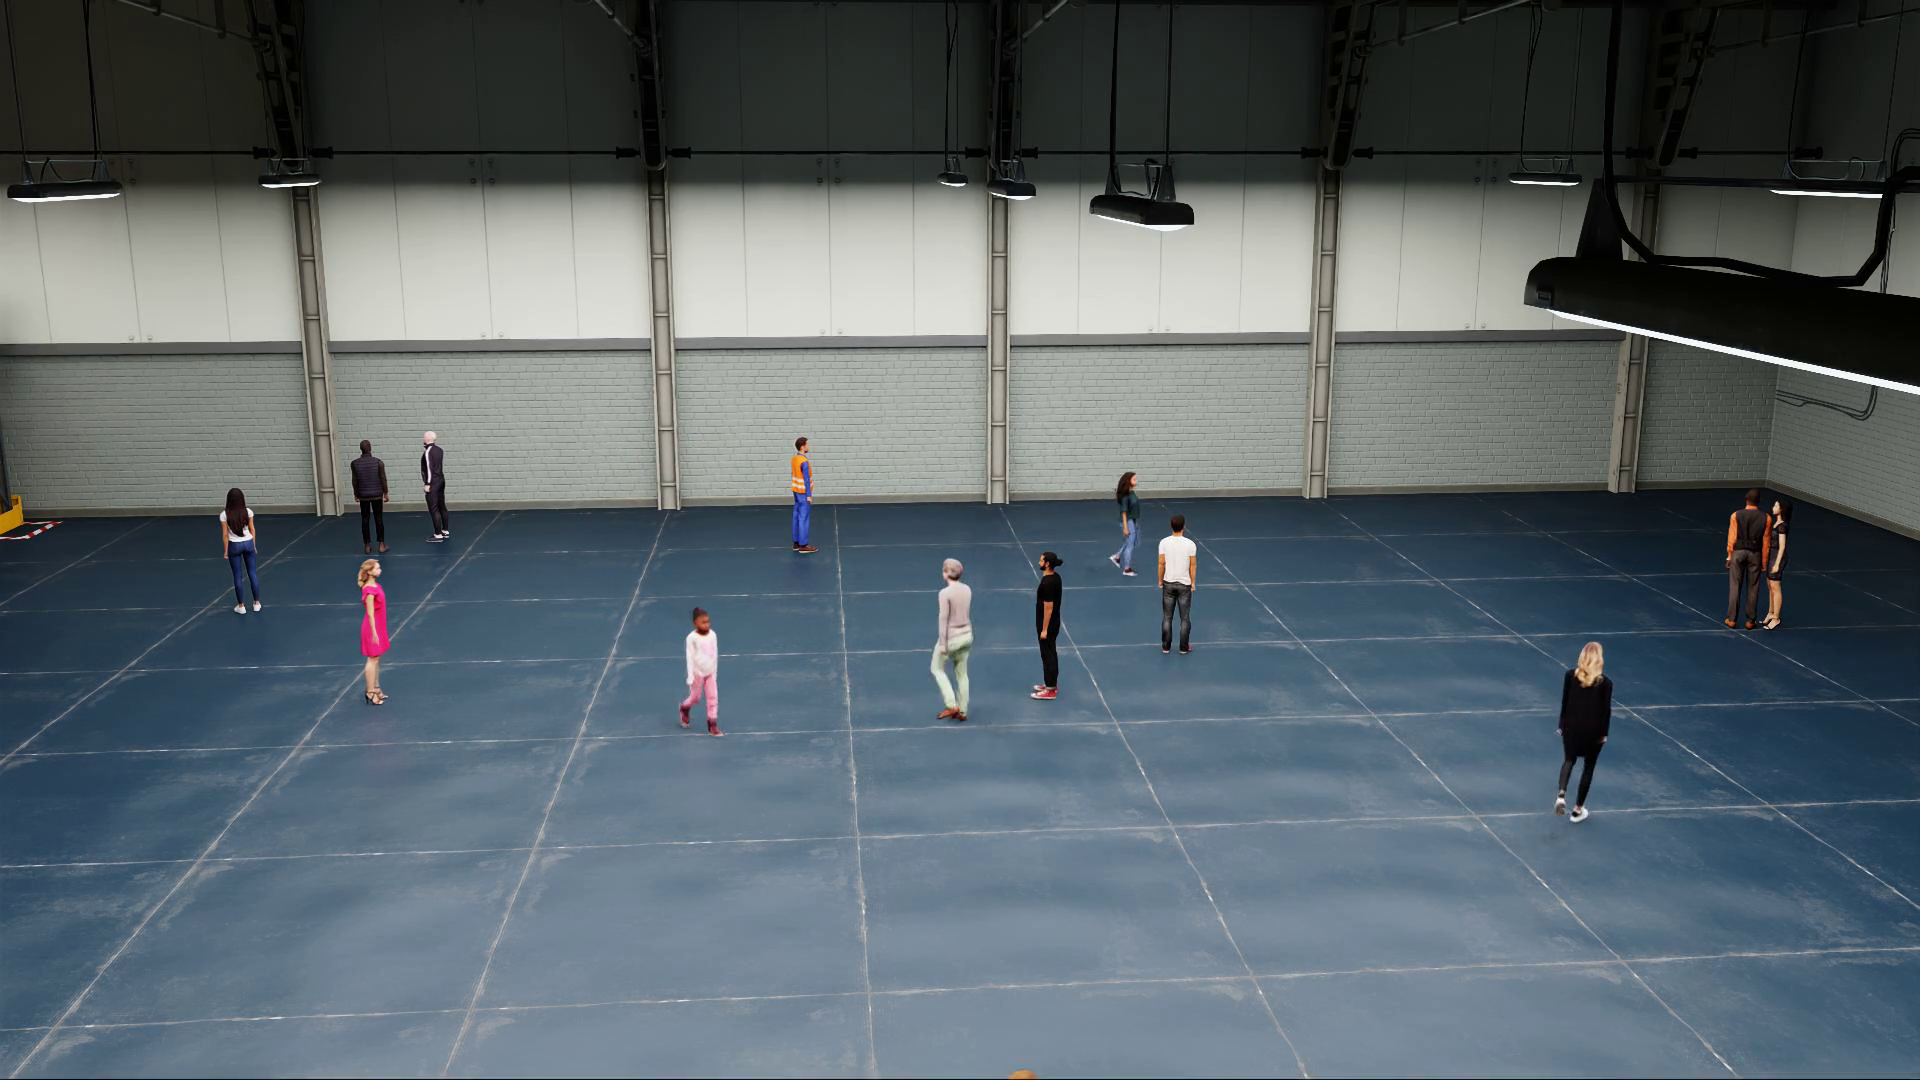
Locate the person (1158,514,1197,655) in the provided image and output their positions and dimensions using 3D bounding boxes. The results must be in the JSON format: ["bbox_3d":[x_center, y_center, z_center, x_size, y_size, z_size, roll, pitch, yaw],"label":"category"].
[{"bbox_3d":[2.779,0.558,21.344,0.615,1.804,0.765,4,14,17],"label":"person"}]

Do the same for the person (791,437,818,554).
[{"bbox_3d":[-2.545,-0.744,26.836,0.758,1.863,0.783,-7,15,-28],"label":"person"}]

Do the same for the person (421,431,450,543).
[{"bbox_3d":[-8.700,-0.902,27.577,0.657,1.836,0.724,2,13,8],"label":"person"}]

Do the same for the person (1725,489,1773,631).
[{"bbox_3d":[10.625,0.249,22.446,0.718,1.908,0.848,5,14,22],"label":"person"}]

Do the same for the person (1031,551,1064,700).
[{"bbox_3d":[1.045,0.989,19.585,0.659,1.759,0.685,2,13,10],"label":"person"}]

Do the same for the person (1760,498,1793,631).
[{"bbox_3d":[11.010,0.314,22.426,0.605,1.792,0.659,3,13,15],"label":"person"}]

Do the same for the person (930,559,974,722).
[{"bbox_3d":[0.012,1.154,18.653,0.786,1.857,0.863,-12,18,-42],"label":"person"}]

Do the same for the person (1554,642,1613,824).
[{"bbox_3d":[5.872,1.858,15.763,0.875,1.789,0.935,11,17,38],"label":"person"}]

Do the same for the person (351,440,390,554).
[{"bbox_3d":[-9.484,-0.709,26.746,0.508,1.836,0.754,-2,13,-8],"label":"person"}]

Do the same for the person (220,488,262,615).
[{"bbox_3d":[-10.030,0.140,23.216,0.610,1.775,0.724,-9,16,-33],"label":"person"}]

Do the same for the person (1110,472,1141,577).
[{"bbox_3d":[2.492,-0.251,25.282,0.816,1.604,0.742,5,14,22],"label":"person"}]

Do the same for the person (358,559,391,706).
[{"bbox_3d":[-6.852,1.052,19.397,0.563,1.721,0.593,-3,13,-11],"label":"person"}]

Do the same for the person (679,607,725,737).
[{"bbox_3d":[-2.884,1.442,18.364,0.931,1.426,0.920,-11,17,-39],"label":"person"}]
